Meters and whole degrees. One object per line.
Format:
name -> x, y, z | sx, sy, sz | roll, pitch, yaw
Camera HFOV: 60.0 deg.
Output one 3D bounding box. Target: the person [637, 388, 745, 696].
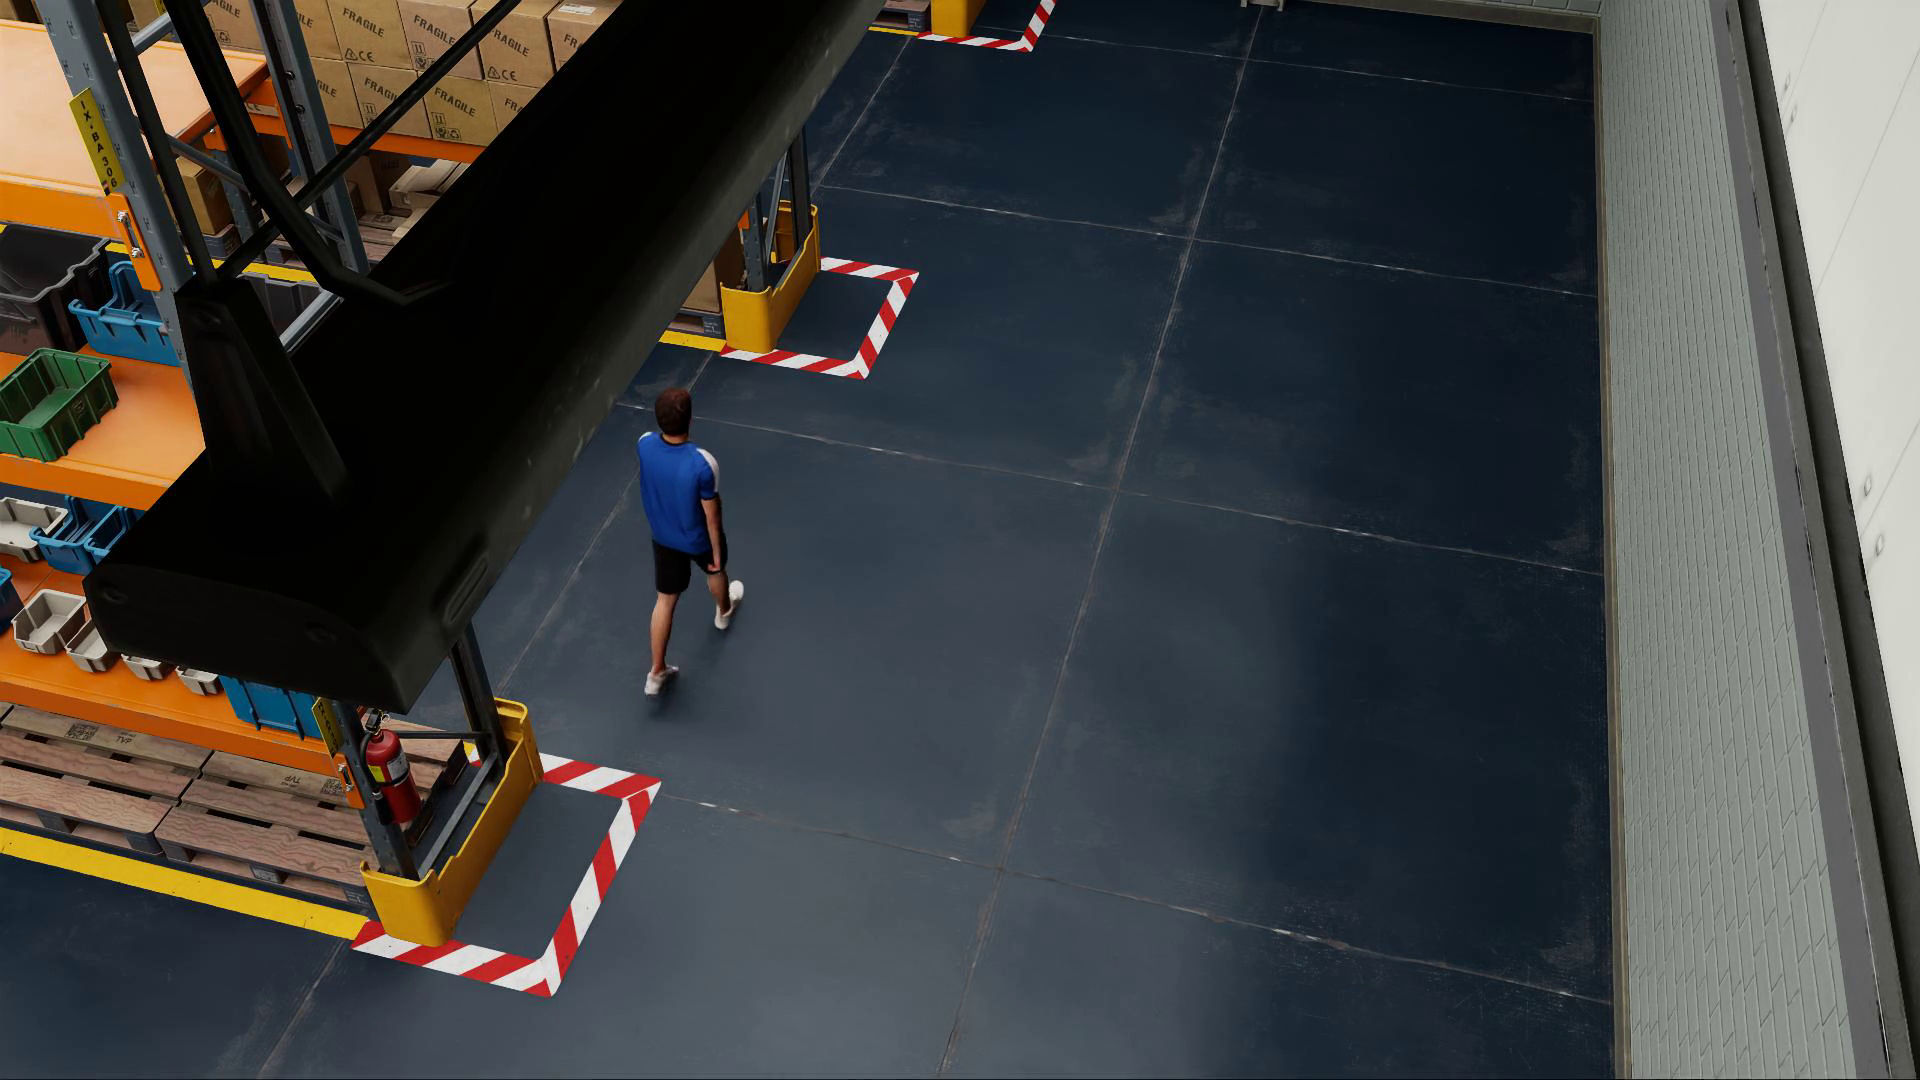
person -> -1.511, 0.026, 8.812 | 1.169, 1.830, 0.730 | 11, 44, 12
